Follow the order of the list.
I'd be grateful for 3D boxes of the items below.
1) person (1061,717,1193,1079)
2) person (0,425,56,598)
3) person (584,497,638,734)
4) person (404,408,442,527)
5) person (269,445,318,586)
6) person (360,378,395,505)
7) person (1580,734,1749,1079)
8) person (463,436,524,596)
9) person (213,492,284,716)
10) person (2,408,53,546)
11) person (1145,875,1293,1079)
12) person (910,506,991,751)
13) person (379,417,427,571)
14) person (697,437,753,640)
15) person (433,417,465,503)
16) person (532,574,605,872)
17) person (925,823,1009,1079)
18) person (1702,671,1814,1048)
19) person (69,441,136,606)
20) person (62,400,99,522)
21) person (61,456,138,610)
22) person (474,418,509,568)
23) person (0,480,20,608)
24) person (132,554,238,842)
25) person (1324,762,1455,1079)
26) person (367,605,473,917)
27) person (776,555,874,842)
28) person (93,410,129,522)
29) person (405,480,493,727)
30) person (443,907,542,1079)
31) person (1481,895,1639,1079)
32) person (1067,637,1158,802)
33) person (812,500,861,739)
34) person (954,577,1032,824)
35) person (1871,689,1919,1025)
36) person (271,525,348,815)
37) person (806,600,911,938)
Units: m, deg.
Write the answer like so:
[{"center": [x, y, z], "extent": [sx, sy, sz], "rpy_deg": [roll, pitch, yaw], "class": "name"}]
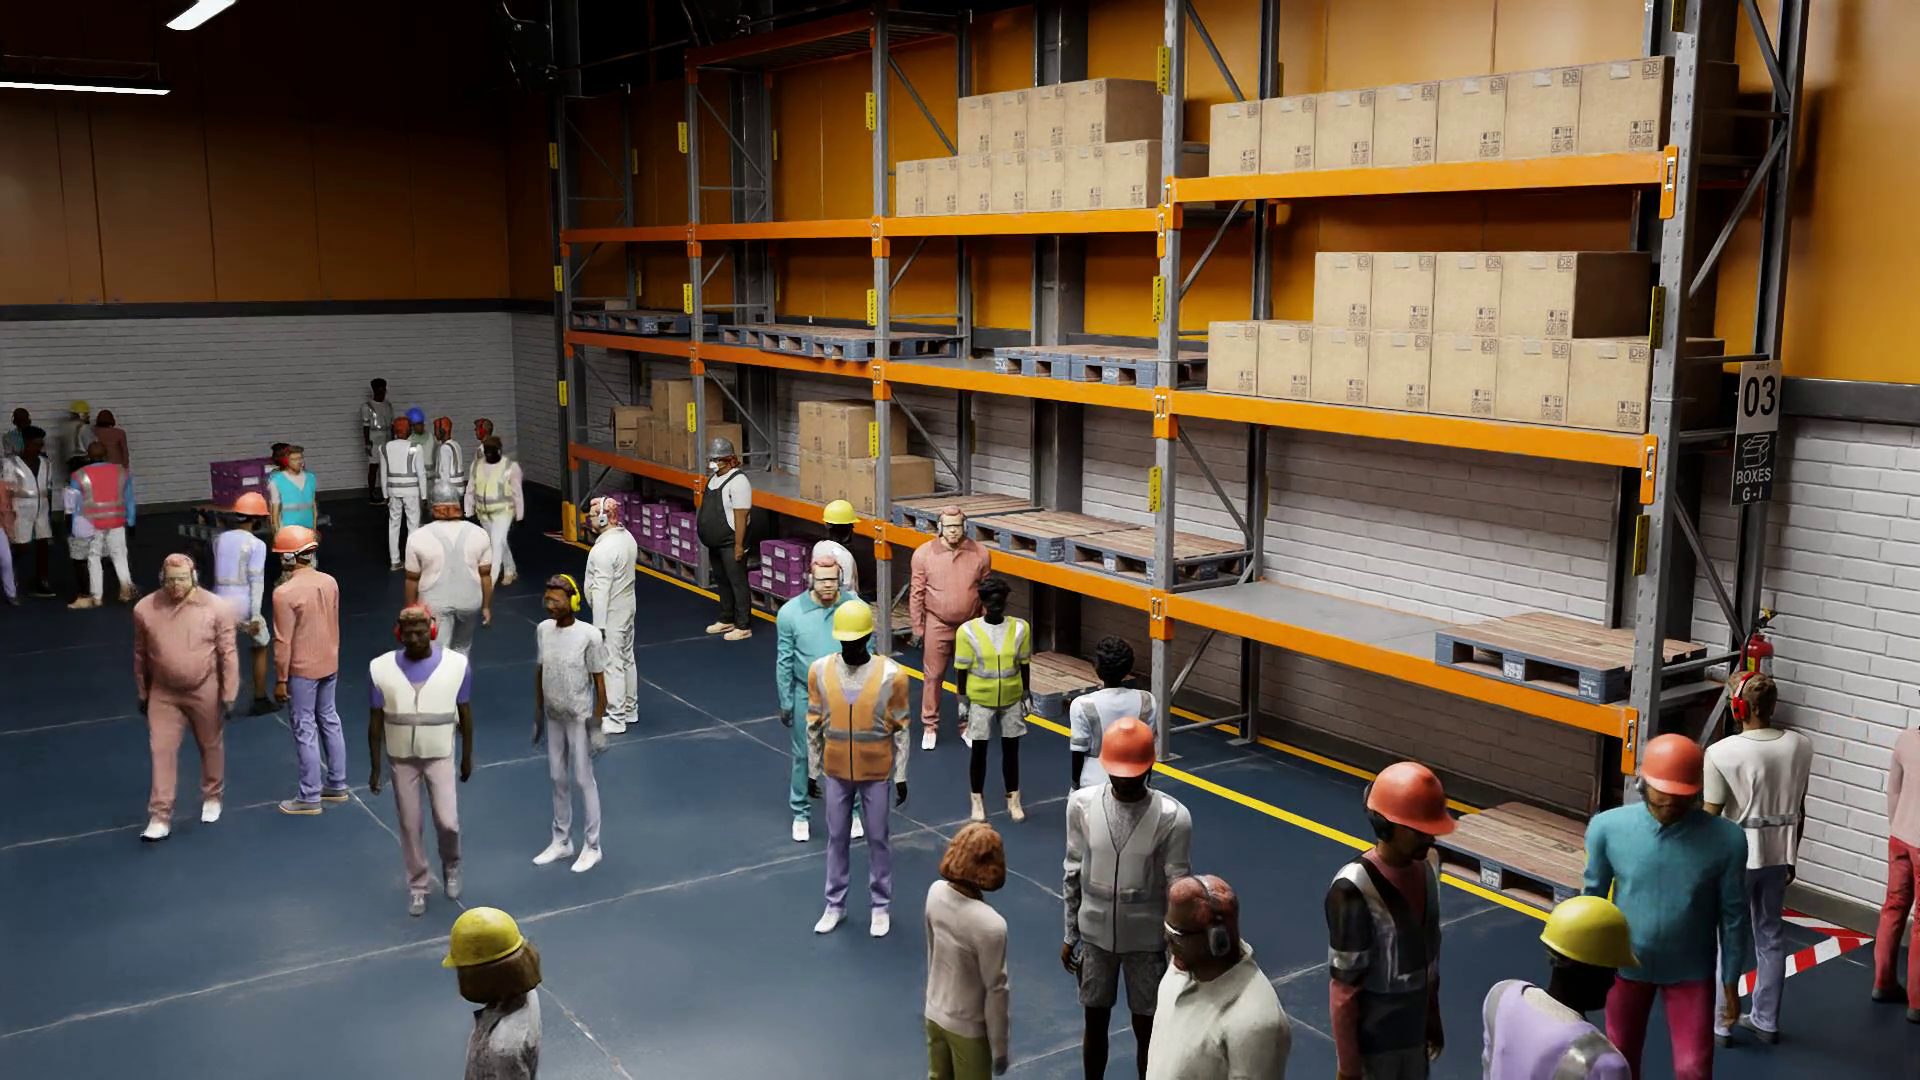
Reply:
[{"center": [0.688, 1.668, 6.980], "extent": [0.550, 1.925, 0.389], "rpy_deg": [4, 10, 20], "class": "person"}, {"center": [-10.475, -0.325, 18.630], "extent": [0.719, 1.940, 0.641], "rpy_deg": [5, 11, 27], "class": "person"}, {"center": [-2.803, 0.599, 13.328], "extent": [0.399, 1.900, 0.644], "rpy_deg": [1, 10, 8], "class": "person"}, {"center": [-6.705, -0.682, 20.795], "extent": [0.627, 1.925, 0.551], "rpy_deg": [-3, 10, -16], "class": "person"}, {"center": [-7.096, -0.111, 17.697], "extent": [0.626, 1.830, 0.572], "rpy_deg": [5, 11, 29], "class": "person"}, {"center": [-8.930, -1.519, 25.600], "extent": [0.375, 1.956, 0.598], "rpy_deg": [5, 11, 29], "class": "person"}, {"center": [2.785, 1.707, 6.644], "extent": [0.637, 1.968, 0.532], "rpy_deg": [4, 10, 23], "class": "person"}, {"center": [-5.279, -0.299, 18.945], "extent": [0.628, 1.796, 0.998], "rpy_deg": [3, 10, 16], "class": "person"}, {"center": [-5.935, 0.569, 13.612], "extent": [0.551, 1.879, 0.749], "rpy_deg": [4, 10, 21], "class": "person"}, {"center": [-12.184, -0.809, 21.743], "extent": [0.508, 1.846, 0.345], "rpy_deg": [-5, 11, -28], "class": "person"}, {"center": [0.775, 1.973, 5.273], "extent": [0.399, 1.897, 0.649], "rpy_deg": [-3, 10, -16], "class": "person"}, {"center": [-0.057, 0.677, 12.837], "extent": [0.652, 1.906, 0.403], "rpy_deg": [-2, 10, -10], "class": "person"}, {"center": [-6.731, -0.556, 20.157], "extent": [0.574, 1.881, 0.339], "rpy_deg": [1, 10, 6], "class": "person"}, {"center": [-2.358, -0.031, 16.597], "extent": [0.536, 2.000, 0.683], "rpy_deg": [-7, 12, -34], "class": "person"}, {"center": [-6.192, -0.553, 20.154], "extent": [0.371, 1.878, 0.588], "rpy_deg": [-1, 10, -5], "class": "person"}, {"center": [-2.439, 1.122, 10.333], "extent": [0.526, 1.870, 0.320], "rpy_deg": [5, 11, 26], "class": "person"}, {"center": [0.028, 1.896, 6.513], "extent": [0.299, 1.621, 0.497], "rpy_deg": [-7, 12, -34], "class": "person"}, {"center": [3.787, 1.542, 7.975], "extent": [0.560, 1.836, 0.394], "rpy_deg": [-2, 10, -12], "class": "person"}, {"center": [-9.276, -0.158, 18.026], "extent": [0.686, 1.822, 0.659], "rpy_deg": [-9, 13, -43], "class": "person"}, {"center": [-12.284, -1.061, 23.321], "extent": [0.608, 1.810, 0.728], "rpy_deg": [8, 13, 41], "class": "person"}, {"center": [-9.339, -0.078, 17.971], "extent": [0.594, 1.677, 0.540], "rpy_deg": [2, 10, 10], "class": "person"}, {"center": [-5.735, -0.573, 20.405], "extent": [0.397, 1.834, 0.563], "rpy_deg": [1, 10, 6], "class": "person"}, {"center": [-10.451, -0.083, 17.795], "extent": [0.547, 1.743, 0.426], "rpy_deg": [-8, 12, -39], "class": "person"}, {"center": [-5.092, 1.030, 10.897], "extent": [0.666, 1.860, 0.927], "rpy_deg": [-2, 10, -12], "class": "person"}, {"center": [1.574, 1.776, 6.036], "extent": [0.617, 2.029, 0.409], "rpy_deg": [-9, 13, -43], "class": "person"}, {"center": [-3.112, 1.267, 9.611], "extent": [0.578, 1.831, 0.443], "rpy_deg": [-2, 10, -13], "class": "person"}, {"center": [-0.867, 1.026, 10.828], "extent": [0.644, 1.898, 0.398], "rpy_deg": [-2, 10, -10], "class": "person"}, {"center": [-12.148, -1.050, 23.774], "extent": [0.498, 1.633, 0.279], "rpy_deg": [-5, 11, -25], "class": "person"}, {"center": [-4.148, 0.491, 13.539], "extent": [0.684, 2.000, 0.914], "rpy_deg": [-6, 11, -32], "class": "person"}, {"center": [-1.493, 2.025, 5.432], "extent": [0.309, 1.735, 0.484], "rpy_deg": [-2, 10, -12], "class": "person"}, {"center": [1.815, 1.998, 5.070], "extent": [0.392, 1.915, 0.592], "rpy_deg": [-4, 10, -20], "class": "person"}, {"center": [0.852, 1.377, 9.337], "extent": [0.540, 1.698, 0.316], "rpy_deg": [-3, 10, -18], "class": "person"}, {"center": [-0.945, 0.643, 12.977], "extent": [0.368, 1.927, 0.587], "rpy_deg": [-6, 11, -32], "class": "person"}, {"center": [0.221, 1.071, 11.174], "extent": [0.540, 1.686, 0.323], "rpy_deg": [-2, 10, -13], "class": "person"}, {"center": [4.836, 1.523, 8.294], "extent": [0.329, 1.765, 0.526], "rpy_deg": [-1, 10, -6], "class": "person"}, {"center": [-4.491, 0.881, 11.419], "extent": [0.408, 1.987, 0.614], "rpy_deg": [3, 10, 15], "class": "person"}, {"center": [-0.577, 1.274, 9.284], "extent": [0.594, 1.921, 0.386], "rpy_deg": [2, 10, 11], "class": "person"}]
